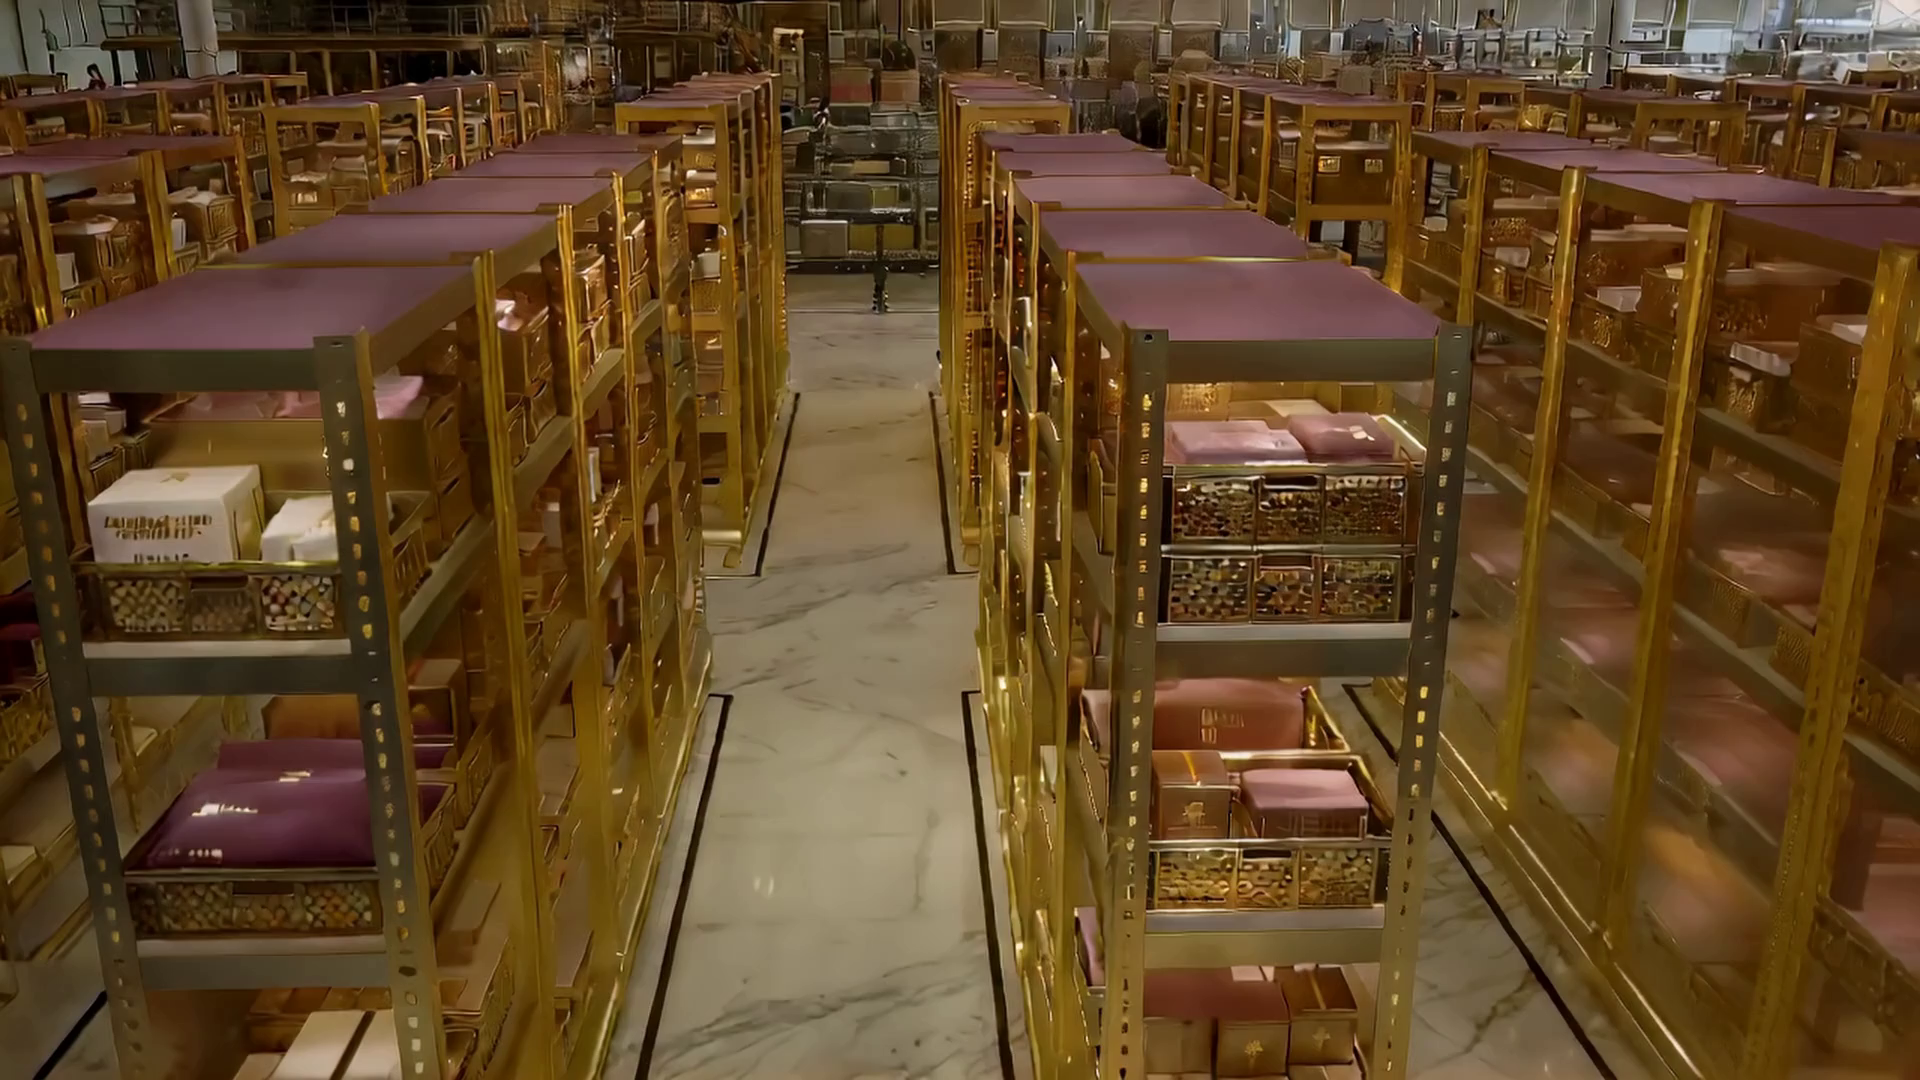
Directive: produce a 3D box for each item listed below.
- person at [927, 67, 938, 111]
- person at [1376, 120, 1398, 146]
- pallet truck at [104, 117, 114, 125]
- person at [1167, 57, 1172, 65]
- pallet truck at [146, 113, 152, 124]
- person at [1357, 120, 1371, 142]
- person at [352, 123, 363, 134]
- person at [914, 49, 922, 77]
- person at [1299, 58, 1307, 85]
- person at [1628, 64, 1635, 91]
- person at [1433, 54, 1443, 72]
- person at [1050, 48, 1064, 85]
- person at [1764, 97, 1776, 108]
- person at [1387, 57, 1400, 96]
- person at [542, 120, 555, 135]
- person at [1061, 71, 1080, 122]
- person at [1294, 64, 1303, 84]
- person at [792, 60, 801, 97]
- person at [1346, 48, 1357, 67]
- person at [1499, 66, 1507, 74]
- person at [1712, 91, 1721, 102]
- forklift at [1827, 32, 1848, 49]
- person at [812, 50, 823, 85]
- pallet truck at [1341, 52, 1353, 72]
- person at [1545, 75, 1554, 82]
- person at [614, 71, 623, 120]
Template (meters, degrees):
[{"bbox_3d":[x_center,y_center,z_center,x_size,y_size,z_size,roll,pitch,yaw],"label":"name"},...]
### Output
[{"bbox_3d":[-1.080,-17.152,63.849,0.937,1.936,0.606,15,23,39],"label":"person"},{"bbox_3d":[11.226,-10.576,43.703,0.611,1.817,0.443,1,18,2],"label":"person"},{"bbox_3d":[-18.367,-7.885,35.078,1.885,1.965,0.823,1,18,2],"label":"pallet truck"},{"bbox_3d":[9.841,-21.666,77.939,0.515,1.866,0.333,-11,21,-31],"label":"person"},{"bbox_3d":[-18.087,-8.309,36.390,1.885,1.965,0.823,-1,18,-4],"label":"pallet truck"},{"bbox_3d":[12.444,-12.896,51.202,0.506,1.608,0.694,-1,18,-4],"label":"person"},{"bbox_3d":[-13.325,-8.557,37.085,0.371,2.044,0.608,3,18,10],"label":"person"},{"bbox_3d":[-2.357,-26.112,91.671,0.566,1.890,1.003,-16,24,-40],"label":"person"},{"bbox_3d":[16.971,-23.035,82.449,0.556,1.678,0.456,14,23,37],"label":"person"},{"bbox_3d":[27.475,-18.740,68.600,1.057,2.000,0.696,-1,18,-2],"label":"person"},{"bbox_3d":[22.938,-22.300,79.778,0.356,1.938,0.638,-8,20,-25],"label":"person"},{"bbox_3d":[5.399,-25.759,90.486,1.023,1.920,0.716,2,18,8],"label":"person"},{"bbox_3d":[27.280,-14.507,56.049,0.320,1.695,0.537,-1,18,-5],"label":"person"},{"bbox_3d":[20.649,-22.103,79.332,0.430,1.841,0.624,-11,21,-30],"label":"person"},{"bbox_3d":[-9.788,-9.140,39.157,0.651,1.881,0.857,3,18,9],"label":"person"},{"bbox_3d":[4.030,-16.553,62.084,0.956,1.887,0.581,3,18,11],"label":"person"},{"bbox_3d":[13.674,-18.266,67.330,0.390,1.919,0.591,13,22,35],"label":"person"},{"bbox_3d":[-7.709,-21.743,78.408,0.489,1.720,0.741,-8,20,-24],"label":"person"},{"bbox_3d":[21.460,-25.979,91.204,0.588,1.917,0.394,6,19,18],"label":"person"},{"bbox_3d":[22.288,-18.504,68.197,0.948,1.827,0.560,-10,21,-29],"label":"person"},{"bbox_3d":[26.449,-15.109,58.045,0.473,1.608,0.521,-10,20,-28],"label":"person"},{"bbox_3d":[46.023,-25.321,87.619,1.129,2.768,1.873,-1,18,-2],"label":"forklift"},{"bbox_3d":[-7.712,-25.711,90.514,0.618,1.836,0.431,-13,22,-34],"label":"person"},{"bbox_3d":[18.794,-23.123,82.231,0.823,1.965,1.885,-13,22,-35],"label":"pallet truck"},{"bbox_3d":[20.080,-14.923,56.952,0.357,1.936,0.551,4,18,12],"label":"person"},{"bbox_3d":[-12.943,-16.878,63.164,0.509,1.835,0.529,-12,21,-32],"label":"person"}]
